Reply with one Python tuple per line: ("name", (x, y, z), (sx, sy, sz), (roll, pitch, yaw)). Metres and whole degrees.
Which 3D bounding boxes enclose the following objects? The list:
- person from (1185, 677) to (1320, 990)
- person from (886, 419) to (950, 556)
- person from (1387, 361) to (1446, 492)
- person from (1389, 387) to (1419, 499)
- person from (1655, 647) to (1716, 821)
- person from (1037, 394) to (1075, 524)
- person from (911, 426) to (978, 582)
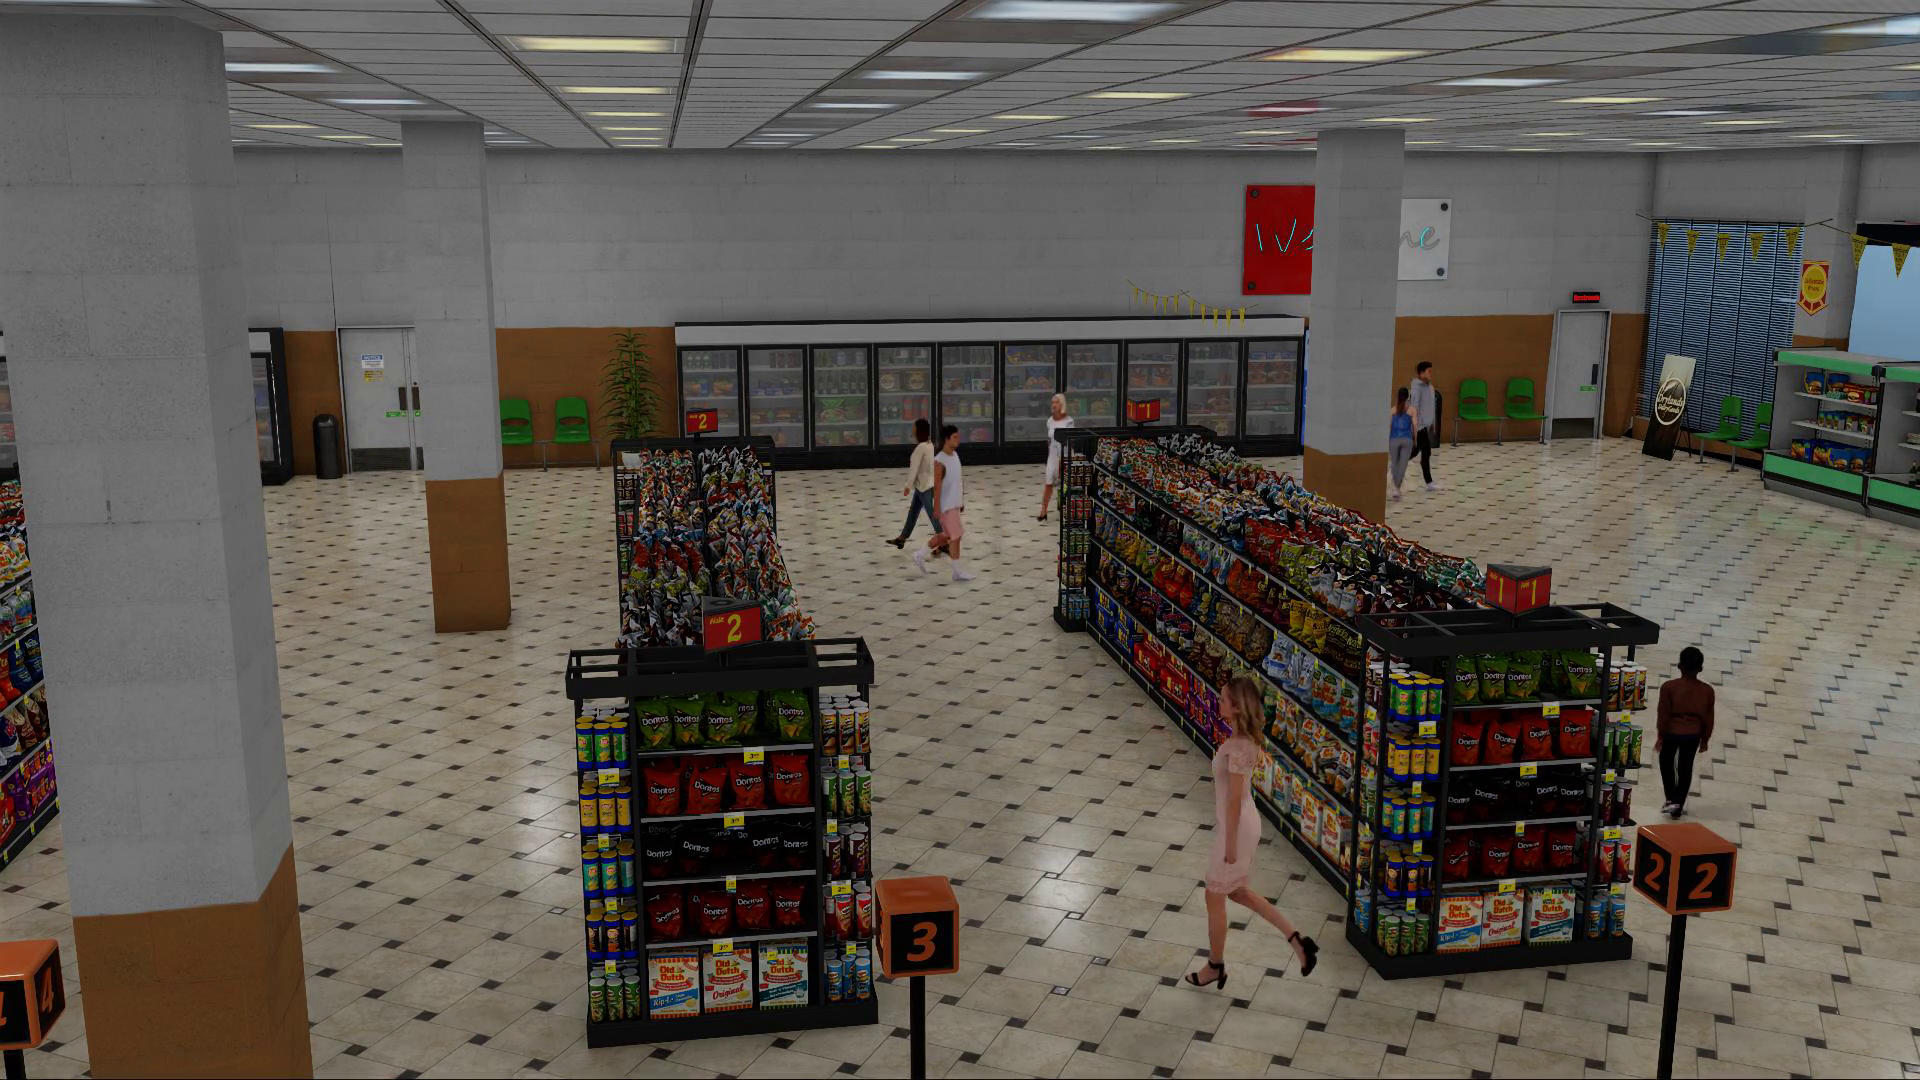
("person", (1.590, 1.629, 9.026), (0.975, 1.812, 0.983), (5, 13, 24))
("person", (-0.347, -0.610, 20.059), (0.945, 1.648, 1.065), (2, 12, 11))
("person", (6.685, -1.668, 24.498), (1.294, 1.889, 1.177), (10, 15, 38))
("person", (6.309, -1.358, 23.810), (0.977, 1.567, 1.129), (6, 13, 25))
("person", (5.053, 1.371, 11.629), (0.624, 1.246, 0.663), (3, 12, 15))
("person", (1.378, -1.064, 22.077), (0.980, 1.705, 1.117), (6, 13, 27))
("person", (-0.211, -0.413, 18.840), (1.032, 1.765, 1.107), (4, 13, 20))
